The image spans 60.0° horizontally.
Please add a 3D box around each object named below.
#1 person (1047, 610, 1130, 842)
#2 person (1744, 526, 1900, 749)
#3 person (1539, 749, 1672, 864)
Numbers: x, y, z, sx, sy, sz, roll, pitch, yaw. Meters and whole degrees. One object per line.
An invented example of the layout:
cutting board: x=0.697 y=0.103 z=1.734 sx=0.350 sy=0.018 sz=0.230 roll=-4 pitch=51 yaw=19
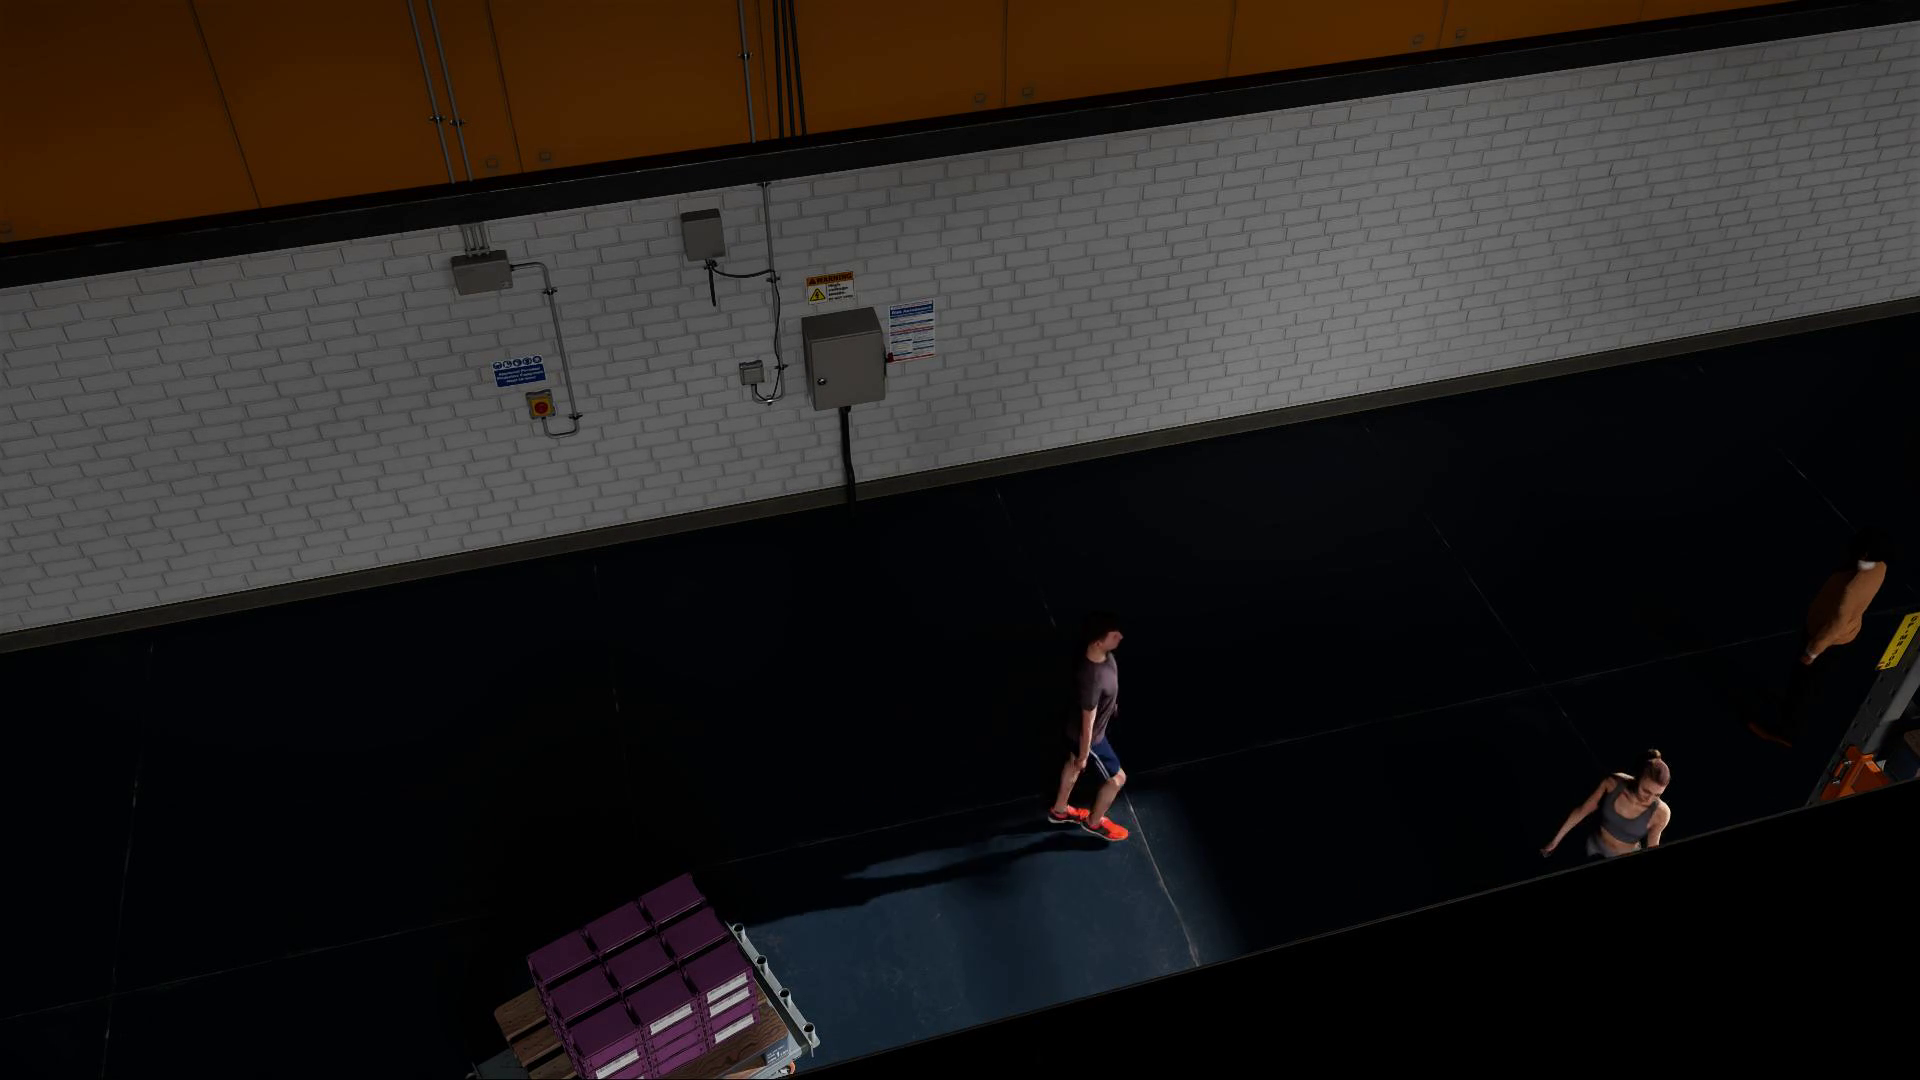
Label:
person: x=0.652 y=1.066 z=9.635 sx=0.803 sy=1.838 sz=0.741 roll=0 pitch=44 yaw=0
person: x=5.323 y=0.583 z=10.204 sx=0.771 sy=1.753 sz=0.753 roll=31 pitch=51 yaw=28
person: x=3.619 y=1.669 z=9.130 sx=0.914 sy=1.663 sz=1.092 roll=-24 pitch=49 yaw=-23
